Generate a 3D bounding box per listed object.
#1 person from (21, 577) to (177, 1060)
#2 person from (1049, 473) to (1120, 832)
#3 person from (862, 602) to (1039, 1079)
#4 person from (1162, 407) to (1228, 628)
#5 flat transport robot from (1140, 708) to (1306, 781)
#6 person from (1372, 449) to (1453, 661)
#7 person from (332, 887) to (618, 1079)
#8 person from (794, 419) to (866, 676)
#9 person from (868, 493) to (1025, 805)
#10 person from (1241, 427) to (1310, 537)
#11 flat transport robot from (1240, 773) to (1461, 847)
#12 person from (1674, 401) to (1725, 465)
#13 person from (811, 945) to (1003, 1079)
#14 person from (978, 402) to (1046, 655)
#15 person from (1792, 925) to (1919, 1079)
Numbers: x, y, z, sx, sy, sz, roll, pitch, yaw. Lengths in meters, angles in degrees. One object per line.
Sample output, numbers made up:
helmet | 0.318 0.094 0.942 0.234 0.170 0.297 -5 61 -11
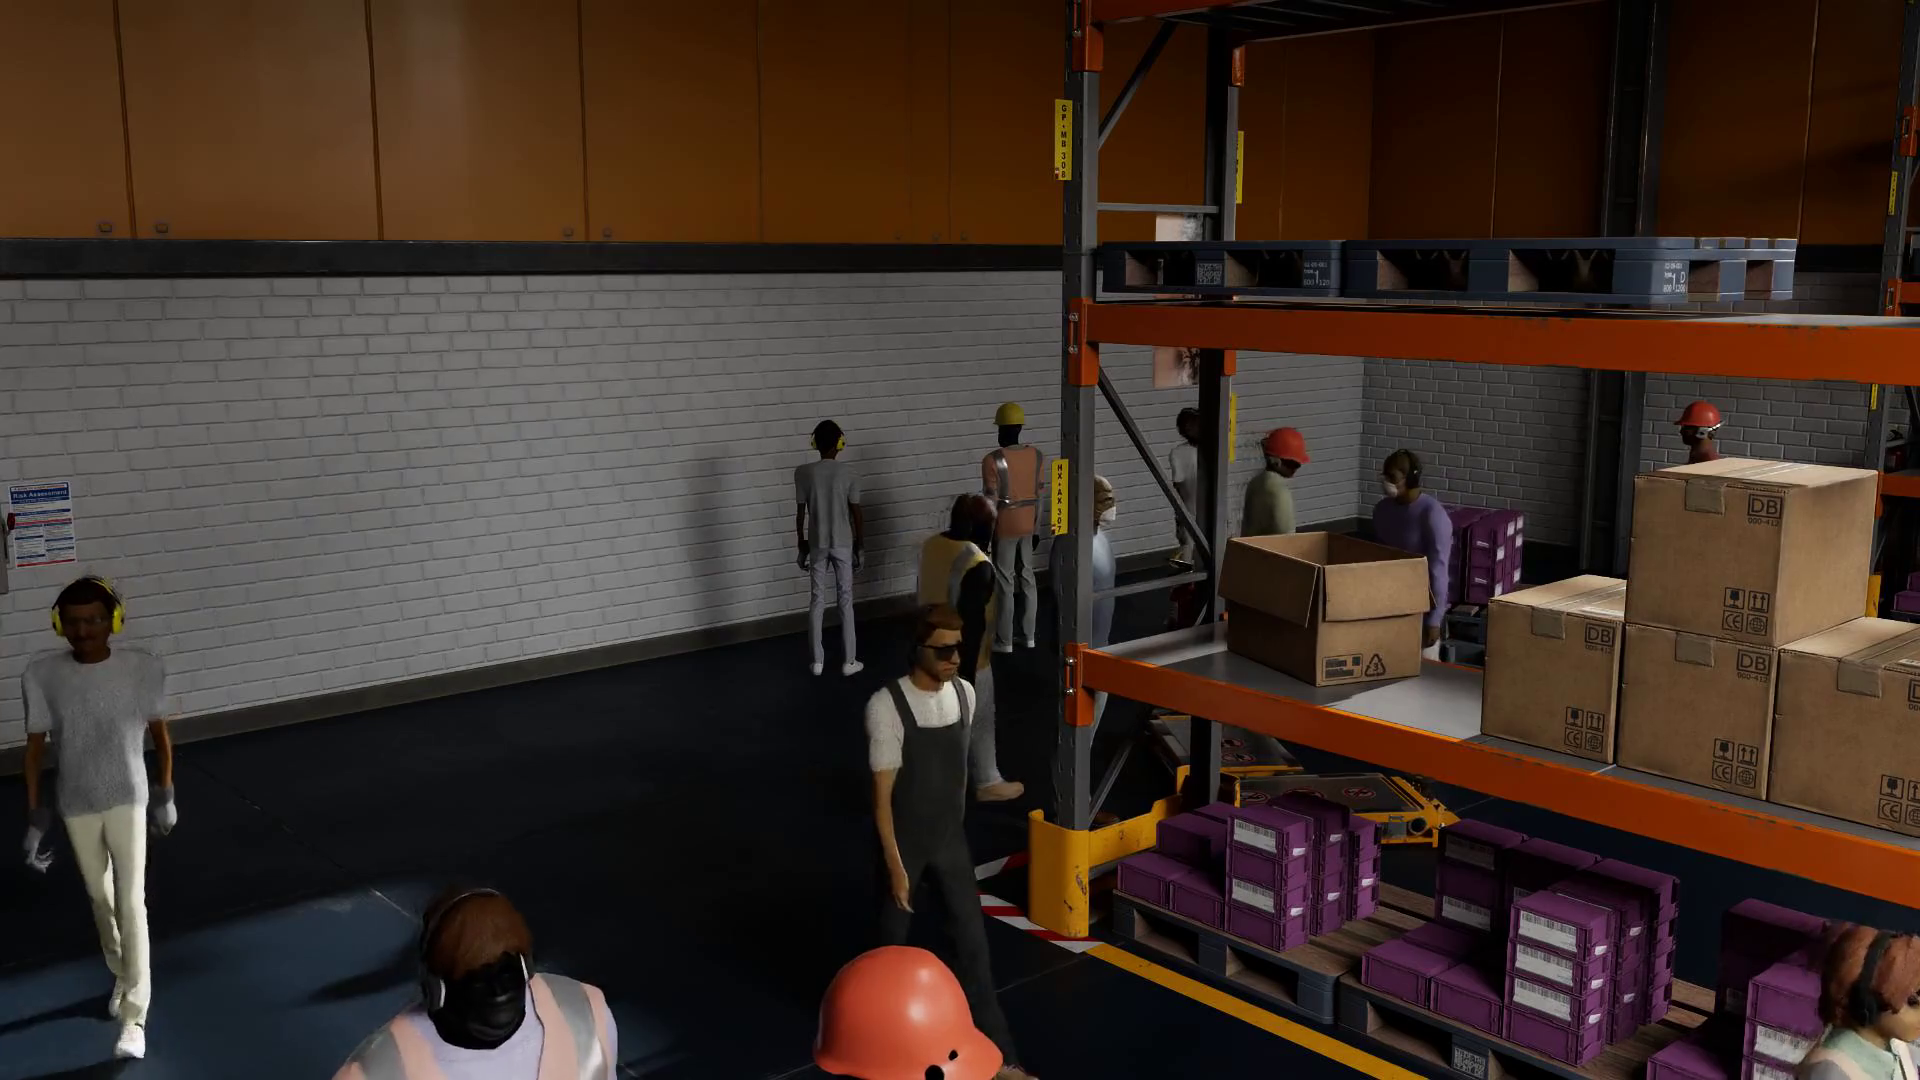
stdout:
person | -3.294 1.050 6.362 0.505 1.819 0.972 -3 10 -18
person | 0.647 0.605 8.630 0.359 1.938 0.635 3 10 18
person | -0.074 1.128 5.966 0.514 1.801 0.926 -7 12 -35
person | 1.988 -0.180 13.586 0.651 1.832 0.334 -5 11 -28
flat transport robot | 1.515 1.254 9.711 0.652 0.197 1.431 -1 10 -5
person | 2.645 0.421 9.807 0.429 1.920 0.640 -4 11 -24
person | -0.929 1.565 3.346 0.650 1.824 0.457 -8 12 -38
person | -0.933 0.060 12.045 0.509 1.867 0.328 1 10 5
person | -0.101 0.623 9.027 0.966 1.795 0.680 -7 12 -35
person | 1.902 0.233 10.796 0.730 1.953 0.663 -1 10 -6
flat transport robot | 1.877 1.423 8.722 1.431 0.197 0.652 -1 10 -6
person | 5.311 -0.004 12.036 0.379 1.996 0.611 3 10 16
person | -0.108 1.602 2.800 0.358 1.938 0.542 2 10 12
person | 0.383 -0.086 12.716 0.588 1.927 0.371 -8 12 -39
person | 1.891 1.604 3.716 0.597 1.619 0.520 8 12 39
